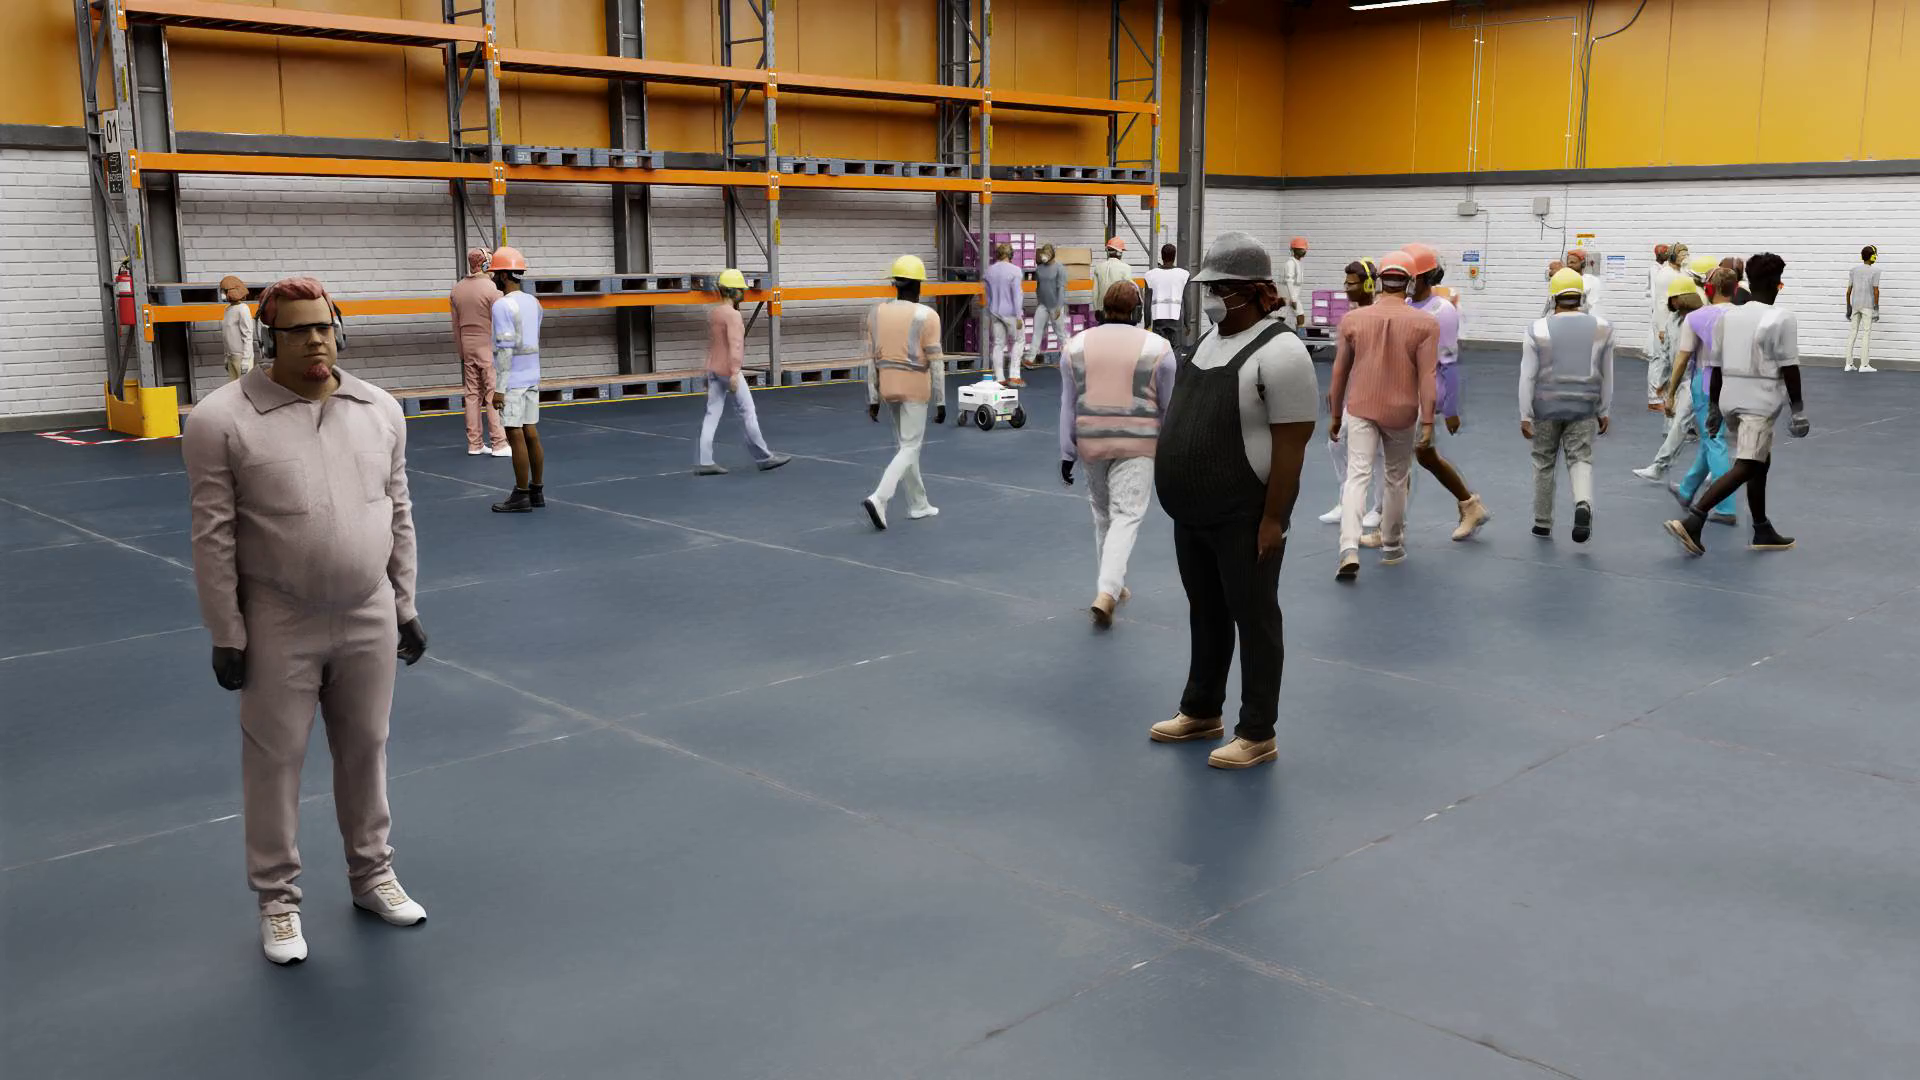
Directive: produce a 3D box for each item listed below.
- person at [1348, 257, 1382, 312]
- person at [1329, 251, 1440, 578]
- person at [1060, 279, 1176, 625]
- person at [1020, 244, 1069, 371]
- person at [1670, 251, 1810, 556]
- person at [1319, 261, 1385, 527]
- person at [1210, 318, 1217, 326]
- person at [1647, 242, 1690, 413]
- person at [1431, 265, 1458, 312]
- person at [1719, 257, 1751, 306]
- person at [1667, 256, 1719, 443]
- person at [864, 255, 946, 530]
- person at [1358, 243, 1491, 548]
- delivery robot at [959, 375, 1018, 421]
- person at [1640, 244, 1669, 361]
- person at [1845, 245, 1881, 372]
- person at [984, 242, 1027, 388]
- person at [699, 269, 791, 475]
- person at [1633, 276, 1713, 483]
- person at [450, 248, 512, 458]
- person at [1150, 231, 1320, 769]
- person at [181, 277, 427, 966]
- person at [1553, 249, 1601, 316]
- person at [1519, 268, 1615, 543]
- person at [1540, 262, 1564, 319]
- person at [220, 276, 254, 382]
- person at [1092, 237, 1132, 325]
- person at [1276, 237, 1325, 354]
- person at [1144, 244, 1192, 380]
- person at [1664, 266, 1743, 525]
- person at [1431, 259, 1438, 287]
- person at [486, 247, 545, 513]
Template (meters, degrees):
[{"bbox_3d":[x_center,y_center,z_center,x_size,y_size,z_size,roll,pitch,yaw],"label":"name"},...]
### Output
[{"bbox_3d":[5.091,-2.680,20.956,0.362,1.742,0.559,-7,12,-33],"label":"person"},{"bbox_3d":[2.504,-0.744,9.922,0.650,1.937,1.042,5,11,23],"label":"person"},{"bbox_3d":[0.834,-0.467,8.796,0.640,1.810,0.934,4,11,22],"label":"person"},{"bbox_3d":[1.293,-3.471,24.895,1.032,1.881,0.654,-10,14,-44],"label":"person"},{"bbox_3d":[4.944,-0.853,10.522,0.948,1.930,0.615,-3,11,-14],"label":"person"},{"bbox_3d":[2.762,-0.991,11.484,0.610,1.843,0.528,-3,11,-15],"label":"person"},{"bbox_3d":[3.899,-3.287,24.116,0.631,1.822,0.780,4,11,19],"label":"person"},{"bbox_3d":[8.148,-2.435,19.102,0.379,1.940,0.629,9,14,40],"label":"person"},{"bbox_3d":[5.857,-2.563,20.519,0.548,1.666,0.723,0,10,0],"label":"person"},{"bbox_3d":[7.820,-1.980,16.987,0.829,1.810,0.624,2,11,9],"label":"person"},{"bbox_3d":[7.200,-1.833,16.134,0.606,1.816,0.589,4,11,23],"label":"person"},{"bbox_3d":[-0.404,-1.032,11.588,0.597,1.895,0.890,7,13,34],"label":"person"},{"bbox_3d":[3.076,-0.930,10.828,0.986,1.991,0.603,-2,11,-10],"label":"person"},{"bbox_3d":[0.294,-1.501,17.526,0.477,0.478,0.707,-7,13,-35],"label":"delivery robot"},{"bbox_3d":[11.235,-3.813,26.780,0.374,1.886,0.587,6,12,29],"label":"person"},{"bbox_3d":[13.433,-3.435,24.737,0.335,1.873,0.521,-5,12,-26],"label":"person"},{"bbox_3d":[0.641,-2.959,21.974,0.662,1.926,0.570,9,14,41],"label":"person"},{"bbox_3d":[-1.860,-1.418,14.102,0.853,1.725,0.552,-6,12,-31],"label":"person"},{"bbox_3d":[5.954,-1.295,13.576,0.967,1.683,0.511,-3,11,-14],"label":"person"},{"bbox_3d":[-4.331,-1.707,15.219,0.639,1.910,0.407,6,12,30],"label":"person"},{"bbox_3d":[1.008,-0.154,6.385,0.538,2.000,0.684,-5,12,-27],"label":"person"},{"bbox_3d":[-1.816,0.218,4.724,0.409,1.908,0.639,10,14,44],"label":"person"},{"bbox_3d":[7.013,-2.397,19.126,0.581,1.860,0.781,10,14,44],"label":"person"},{"bbox_3d":[3.945,-0.860,10.843,0.604,1.816,0.673,1,10,8],"label":"person"},{"bbox_3d":[9.360,-3.589,26.318,0.768,1.598,0.512,5,12,27],"label":"person"},{"bbox_3d":[-7.008,-1.741,16.148,0.499,1.633,0.289,10,15,44],"label":"person"},{"bbox_3d":[2.173,-3.267,23.487,0.622,1.990,0.396,7,13,34],"label":"person"},{"bbox_3d":[5.660,-4.120,28.174,1.065,1.976,0.619,6,12,30],"label":"person"},{"bbox_3d":[2.599,-2.744,20.847,0.597,1.914,0.372,2,11,10],"label":"person"},{"bbox_3d":[5.354,-1.044,11.905,0.599,1.788,0.964,-2,11,-10],"label":"person"},{"bbox_3d":[7.853,-3.903,27.923,0.309,1.639,0.522,2,11,11],"label":"person"},{"bbox_3d":[-3.267,-1.165,12.180,0.358,1.937,0.548,2,11,13],"label":"person"}]
